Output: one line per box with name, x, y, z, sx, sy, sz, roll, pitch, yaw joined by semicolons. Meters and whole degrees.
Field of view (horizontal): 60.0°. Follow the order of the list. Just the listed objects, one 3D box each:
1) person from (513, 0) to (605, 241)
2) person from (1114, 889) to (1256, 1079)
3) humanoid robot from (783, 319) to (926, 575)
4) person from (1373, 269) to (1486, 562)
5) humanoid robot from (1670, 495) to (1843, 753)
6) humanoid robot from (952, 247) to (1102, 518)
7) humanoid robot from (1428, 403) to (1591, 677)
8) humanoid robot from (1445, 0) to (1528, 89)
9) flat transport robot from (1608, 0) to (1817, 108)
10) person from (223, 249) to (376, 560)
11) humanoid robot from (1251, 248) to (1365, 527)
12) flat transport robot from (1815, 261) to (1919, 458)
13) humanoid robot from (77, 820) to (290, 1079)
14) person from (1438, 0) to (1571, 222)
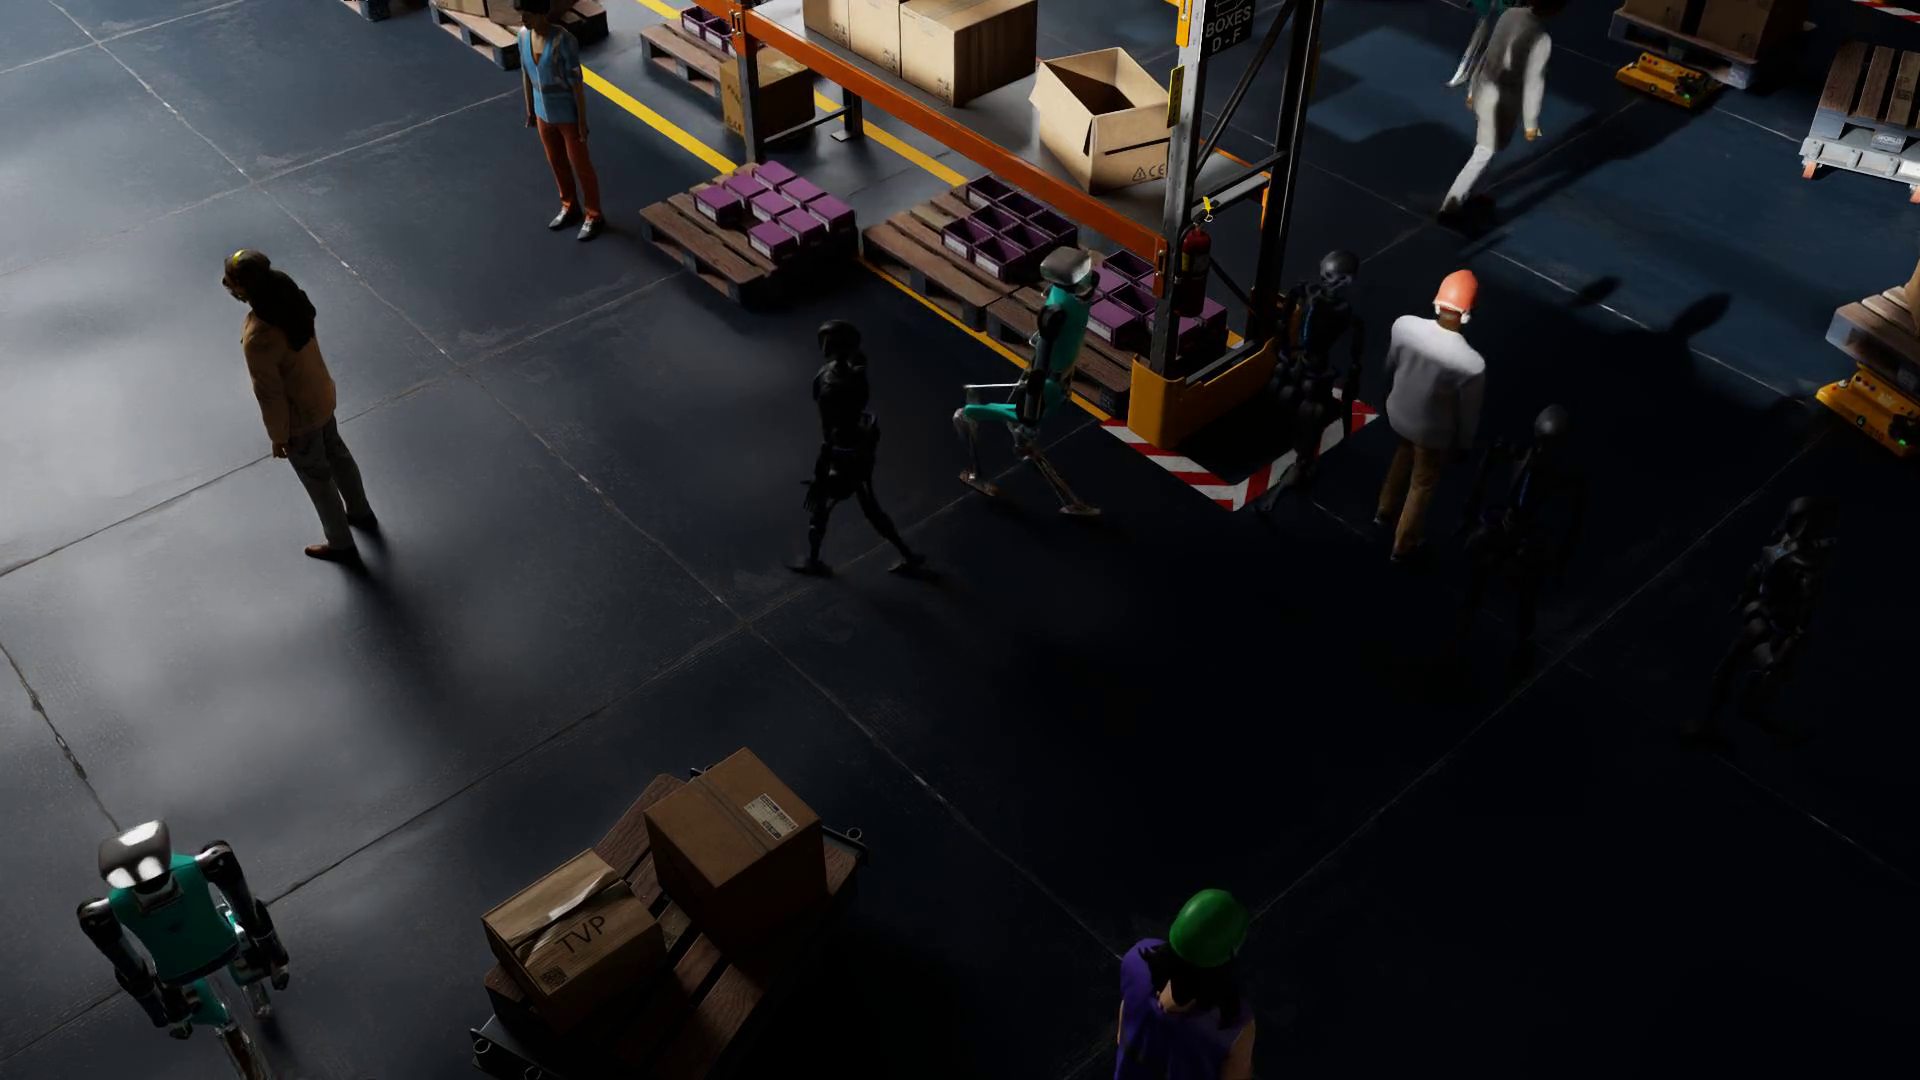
person;-2.691;-2.848;11.094;0.505;1.758;0.344;19;46;20
person;0.760;1.879;5.834;0.433;1.924;0.527;-32;52;-30
humanoid robot;-0.574;-0.443;8.573;0.766;1.637;0.599;12;44;13
person;2.462;-0.650;8.715;0.417;1.732;0.581;-30;50;-29
humanoid robot;3.800;0.407;7.618;0.587;1.625;0.602;3;43;3
humanoid robot;0.308;-0.837;8.957;1.042;1.763;0.541;20;46;20
humanoid robot;2.661;0.024;8.049;0.591;1.644;0.485;26;49;26
humanoid robot;4.087;-4.175;12.576;0.530;1.810;0.708;22;47;22
flat transport robot;5.936;-3.865;13.299;1.431;0.231;0.659;-31;51;-29
person;-3.424;-0.694;8.672;0.390;1.869;0.559;3;43;3
humanoid robot;1.846;-0.823;8.979;0.721;1.633;0.608;-29;50;-28
flat transport robot;6.001;-0.945;10.123;1.431;0.231;0.659;-19;46;-19
humanoid robot;-2.918;1.546;6.384;0.548;1.787;1.054;-24;48;-24
person;3.619;-2.908;11.129;0.539;1.793;0.535;-8;43;-9
